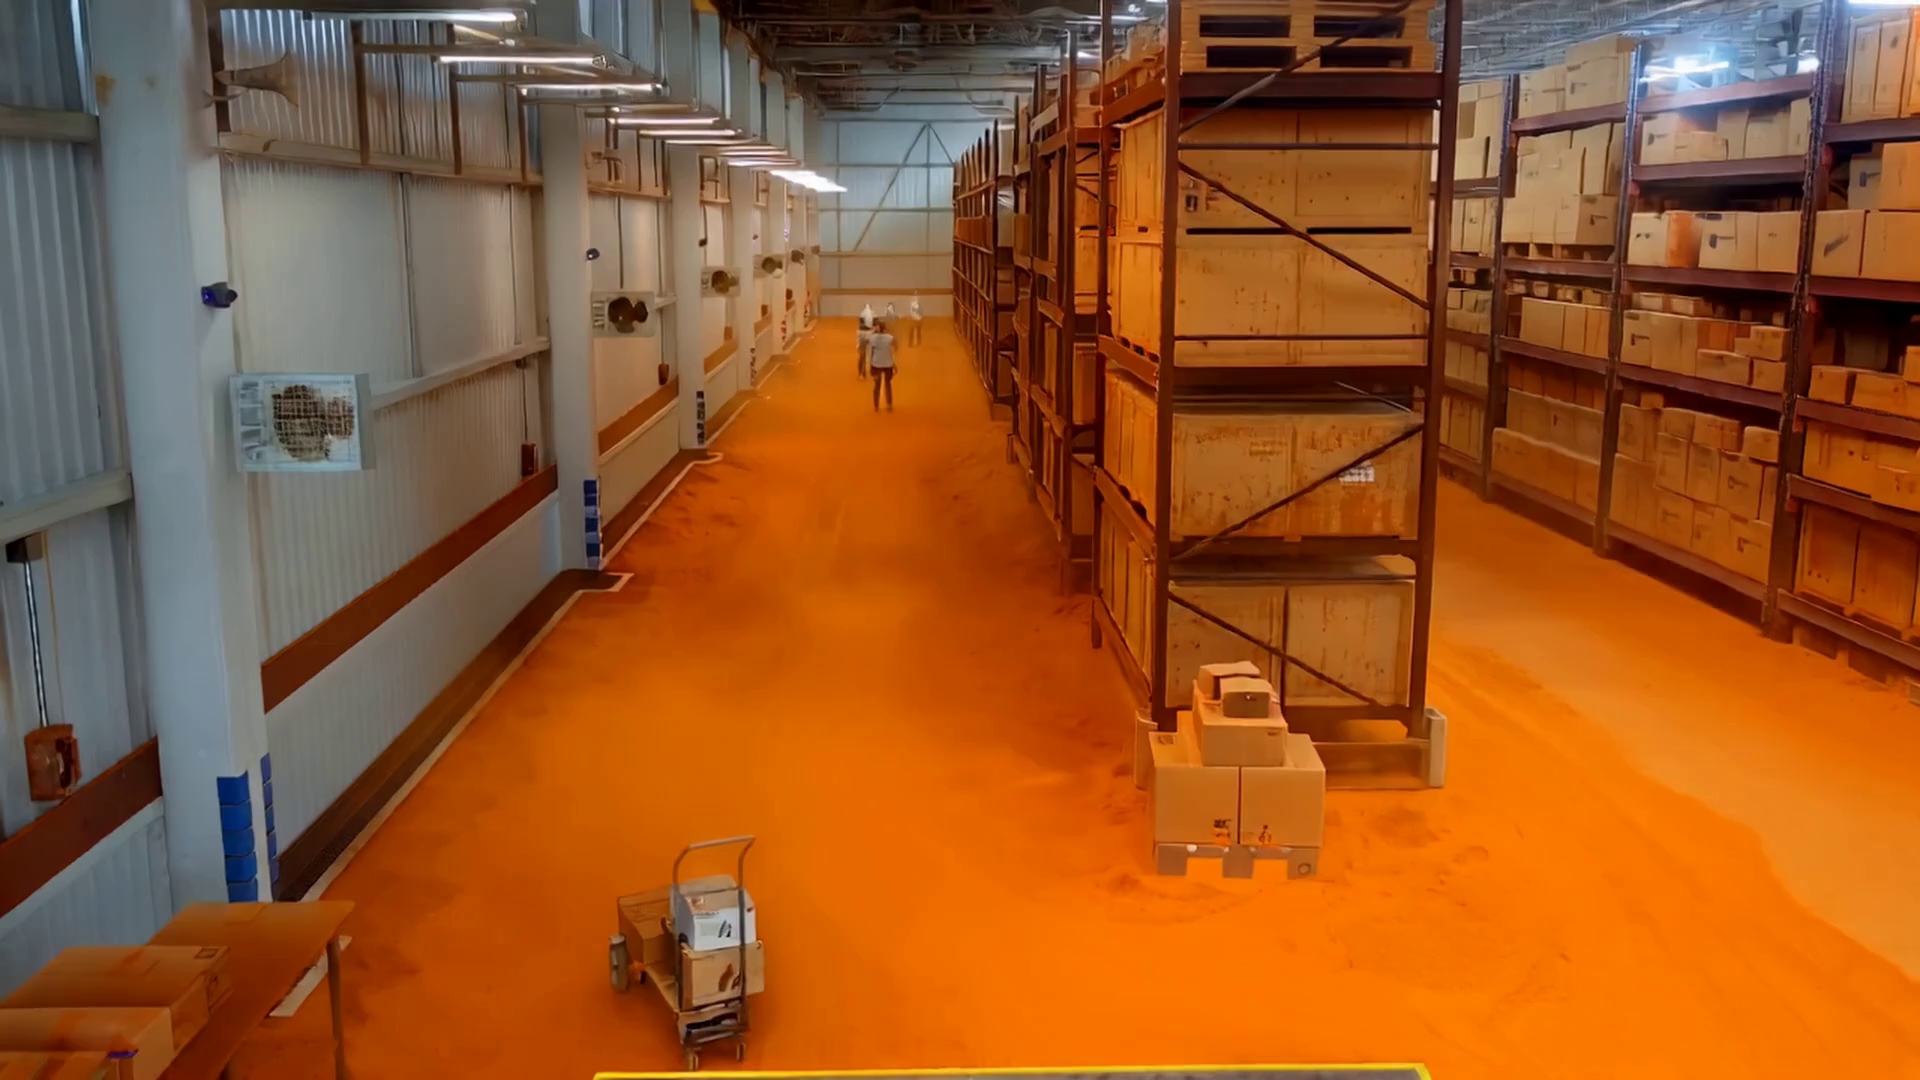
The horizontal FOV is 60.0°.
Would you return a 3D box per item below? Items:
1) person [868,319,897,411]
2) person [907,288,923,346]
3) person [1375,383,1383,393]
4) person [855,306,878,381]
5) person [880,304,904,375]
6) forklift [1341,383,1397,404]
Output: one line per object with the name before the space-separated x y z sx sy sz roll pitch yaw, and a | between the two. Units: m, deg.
person | -1.663 -3.757 35.732 0.614 1.988 0.405 -3 11 -16
person | -1.474 -7.294 54.404 0.582 1.872 1.017 2 11 11
person | 8.528 -3.240 33.298 0.522 1.884 0.659 -2 11 -9
person | -2.390 -5.027 42.555 0.599 1.907 0.405 -2 11 -8
person | -1.794 -5.299 44.020 0.647 1.889 0.584 -3 11 -15
forklift | 5.393 -1.629 22.323 1.129 2.768 1.873 0 11 -2
